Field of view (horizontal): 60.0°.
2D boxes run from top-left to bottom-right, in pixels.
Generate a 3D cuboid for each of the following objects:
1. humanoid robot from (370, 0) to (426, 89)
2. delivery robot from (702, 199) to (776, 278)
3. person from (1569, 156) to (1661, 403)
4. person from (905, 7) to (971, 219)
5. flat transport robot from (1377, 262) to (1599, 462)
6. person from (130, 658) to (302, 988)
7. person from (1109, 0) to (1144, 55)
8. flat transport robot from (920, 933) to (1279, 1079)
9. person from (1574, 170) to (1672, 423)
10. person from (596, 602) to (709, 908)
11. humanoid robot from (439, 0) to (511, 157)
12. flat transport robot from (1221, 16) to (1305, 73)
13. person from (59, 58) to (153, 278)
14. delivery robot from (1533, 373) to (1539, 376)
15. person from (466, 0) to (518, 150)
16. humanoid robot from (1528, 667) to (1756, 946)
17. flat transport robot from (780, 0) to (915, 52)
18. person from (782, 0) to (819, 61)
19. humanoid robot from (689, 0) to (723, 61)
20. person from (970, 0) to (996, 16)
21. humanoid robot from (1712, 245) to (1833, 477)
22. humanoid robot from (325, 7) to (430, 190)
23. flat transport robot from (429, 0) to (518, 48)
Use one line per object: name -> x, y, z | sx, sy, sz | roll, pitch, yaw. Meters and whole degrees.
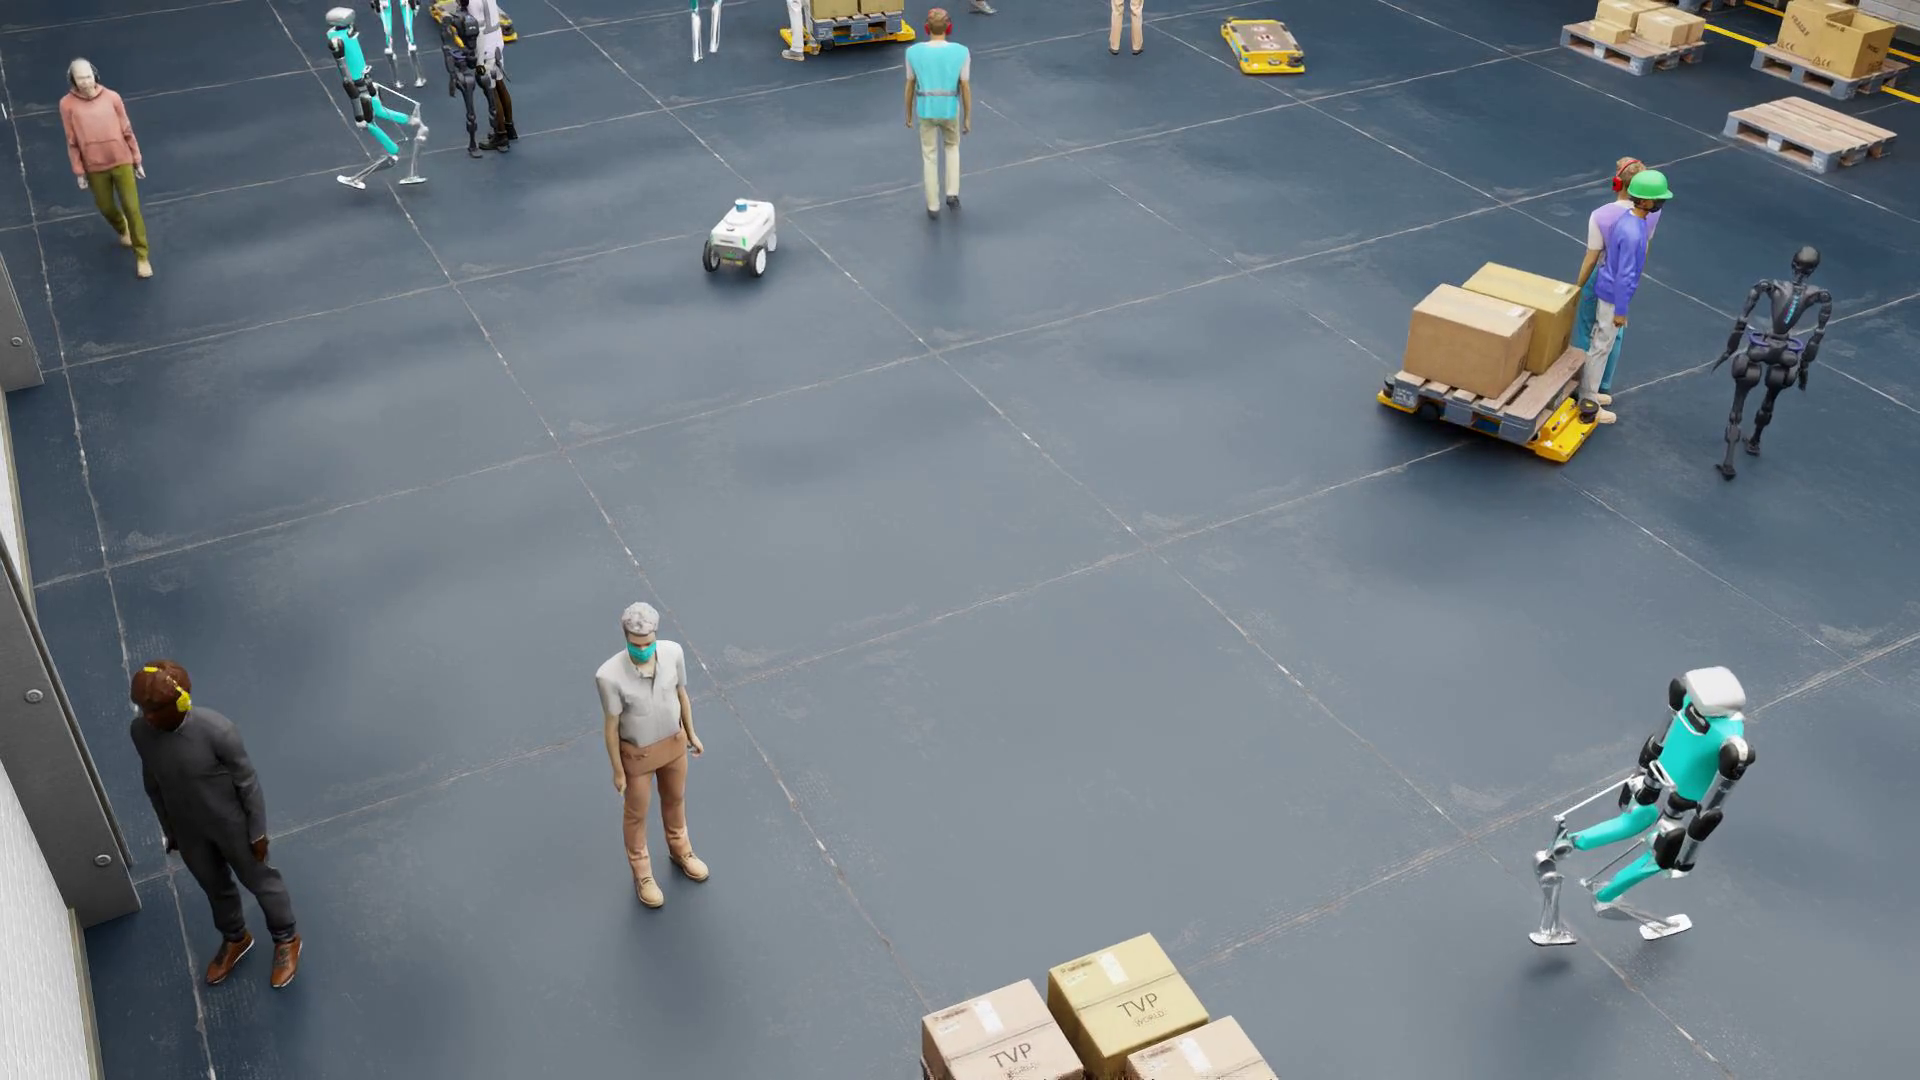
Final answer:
humanoid robot -> -5.932, -5.591, 17.400 | 0.531, 1.757, 0.709 | -6, 35, -8
delivery robot -> -1.854, -2.587, 14.171 | 0.499, 0.608, 0.786 | 9, 36, 13
person -> 4.671, -1.843, 11.973 | 0.568, 1.843, 0.373 | -12, 37, -17
person -> -0.202, -3.794, 14.776 | 0.581, 1.822, 0.584 | -2, 35, -2
flat transport robot -> 3.850, -0.993, 12.134 | 1.431, 0.231, 0.659 | 23, 41, 29
person -> -3.362, 1.280, 7.490 | 0.500, 1.872, 0.339 | 3, 35, 5
person -> 1.848, -6.201, 18.344 | 0.465, 1.673, 0.373 | 4, 35, 5
flat transport robot -> 0.579, 2.557, 7.065 | 0.659, 0.231, 1.431 | -15, 38, -20
person -> 4.674, -1.734, 11.797 | 0.353, 1.874, 0.459 | 9, 36, 13
person -> -1.471, 1.005, 7.996 | 0.482, 1.742, 0.325 | -24, 42, -30
humanoid robot -> -4.636, -4.502, 15.914 | 0.600, 1.655, 0.332 | -25, 42, -31
flat transport robot -> 3.386, -5.548, 18.637 | 0.659, 0.231, 1.431 | -2, 35, -3
person -> -7.097, -3.142, 13.850 | 0.537, 1.816, 0.776 | -15, 38, -20
delivery robot -> 3.952, -1.379, 12.440 | 0.499, 0.600, 0.802 | -27, 43, -33
person -> -4.594, -4.726, 16.021 | 0.382, 1.929, 0.541 | 1, 35, 2
humanoid robot -> 3.040, 1.318, 7.576 | 1.038, 1.744, 0.559 | -6, 35, -8
flat transport robot -> -1.291, -5.846, 19.062 | 1.431, 0.231, 0.659 | -11, 37, -16
person -> -1.792, -6.211, 18.176 | 0.360, 1.885, 0.573 | 27, 43, 33
humanoid robot -> -2.791, -6.111, 18.168 | 0.548, 1.769, 0.828 | 4, 35, 6
person -> 0.283, -7.086, 19.398 | 0.521, 1.913, 0.581 | 4, 35, 5
humanoid robot -> 5.465, -1.236, 11.285 | 0.611, 1.639, 0.638 | 9, 36, 12
humanoid robot -> -5.256, -3.945, 15.066 | 1.014, 1.727, 0.547 | -2, 35, -2
flat transport robot -> -5.678, -6.054, 19.360 | 0.659, 0.231, 1.431 | -17, 39, -23
